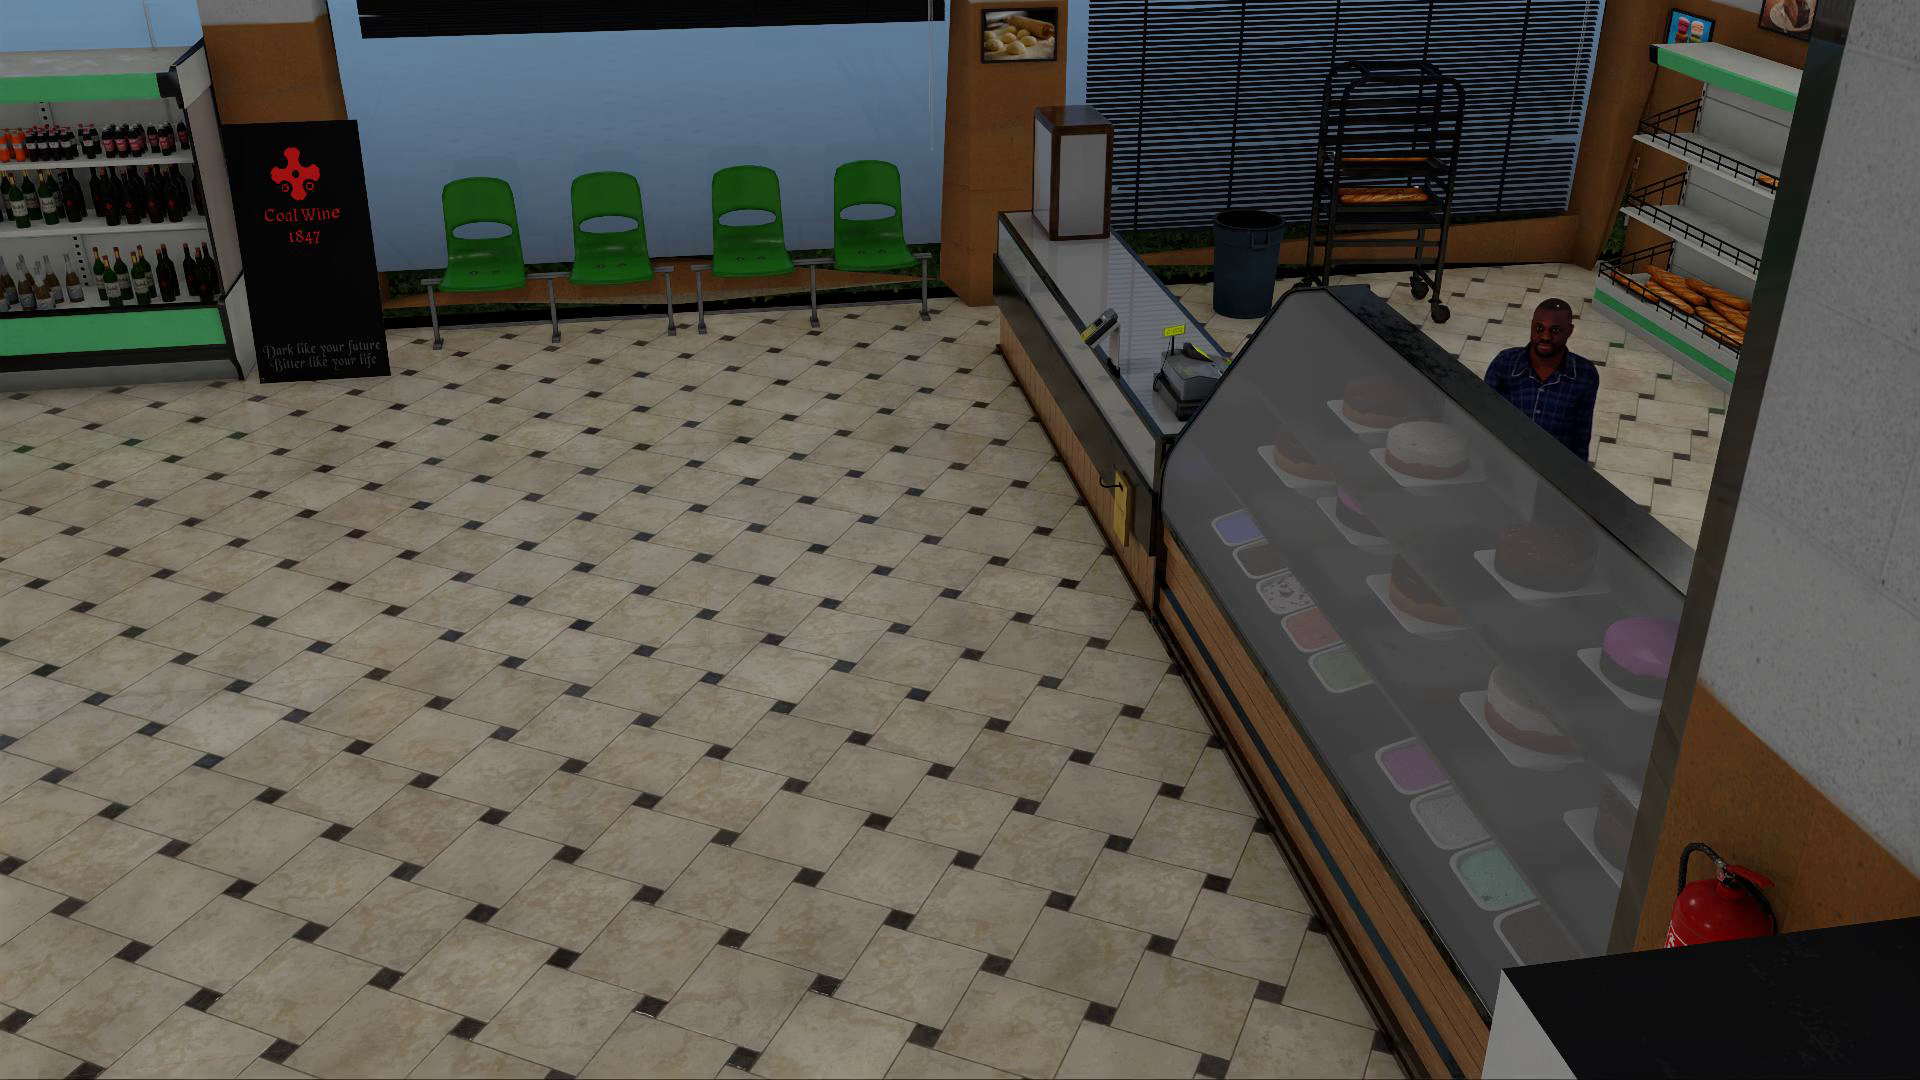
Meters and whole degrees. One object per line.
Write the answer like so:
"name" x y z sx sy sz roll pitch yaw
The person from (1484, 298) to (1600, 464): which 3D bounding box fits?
"person" 2.576 -0.231 7.583 0.730 1.824 0.842 9 28 17
